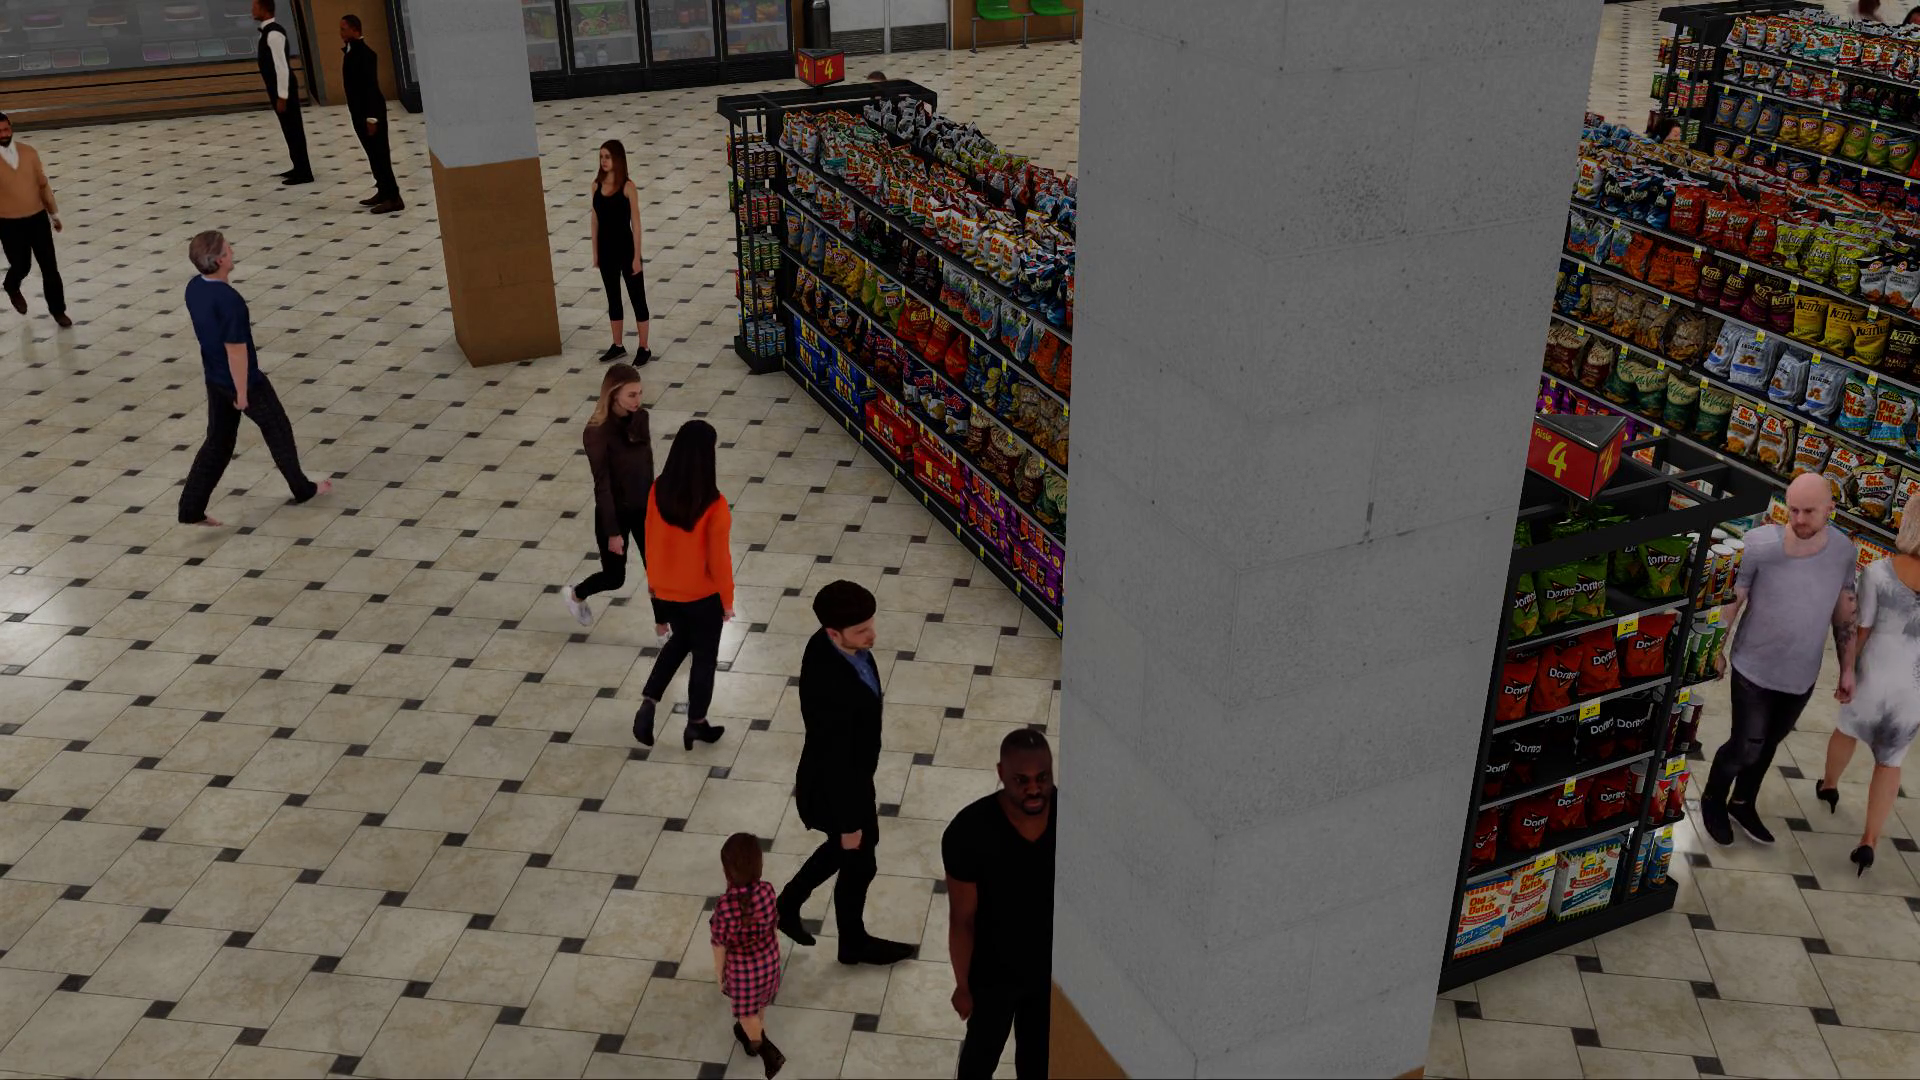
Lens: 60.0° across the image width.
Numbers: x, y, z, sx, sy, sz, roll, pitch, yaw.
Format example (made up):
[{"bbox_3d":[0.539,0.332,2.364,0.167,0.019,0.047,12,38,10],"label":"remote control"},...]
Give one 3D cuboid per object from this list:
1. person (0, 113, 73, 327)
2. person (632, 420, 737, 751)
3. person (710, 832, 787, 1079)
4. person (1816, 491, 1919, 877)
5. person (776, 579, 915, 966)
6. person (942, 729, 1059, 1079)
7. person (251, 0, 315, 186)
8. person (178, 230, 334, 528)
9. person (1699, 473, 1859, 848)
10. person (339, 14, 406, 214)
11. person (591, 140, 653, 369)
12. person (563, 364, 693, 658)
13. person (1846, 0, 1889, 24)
[{"bbox_3d":[-7.599,-2.582,13.414,1.031,1.734,0.897,20,33,34],"label":"person"},{"bbox_3d":[-1.312,0.291,7.754,0.866,1.729,0.905,16,31,28],"label":"person"},{"bbox_3d":[-0.760,1.545,6.081,0.483,1.006,0.672,-17,31,-29],"label":"person"},{"bbox_3d":[3.981,0.639,7.081,0.968,1.717,0.999,11,29,21],"label":"person"},{"bbox_3d":[-0.527,0.940,6.337,0.952,1.853,0.934,-3,27,-6],"label":"person"},{"bbox_3d":[0.187,1.400,5.491,0.685,1.798,0.593,-9,28,-16],"label":"person"},{"bbox_3d":[-7.082,-4.711,17.409,0.753,1.918,0.525,-10,29,-19],"label":"person"},{"bbox_3d":[-4.462,-0.914,10.026,1.247,1.823,1.142,17,31,30],"label":"person"},{"bbox_3d":[3.501,0.490,7.261,0.780,1.821,0.738,-5,27,-10],"label":"person"},{"bbox_3d":[-5.845,-4.221,16.459,0.769,1.902,0.579,-18,32,-31],"label":"person"},{"bbox_3d":[-2.575,-2.177,12.624,0.637,1.726,0.704,10,29,20],"label":"person"},{"bbox_3d":[-1.810,-0.136,8.659,1.087,1.672,0.907,15,31,27],"label":"person"},{"bbox_3d":[10.769,-5.852,19.917,0.707,1.683,0.789,14,30,25],"label":"person"}]
